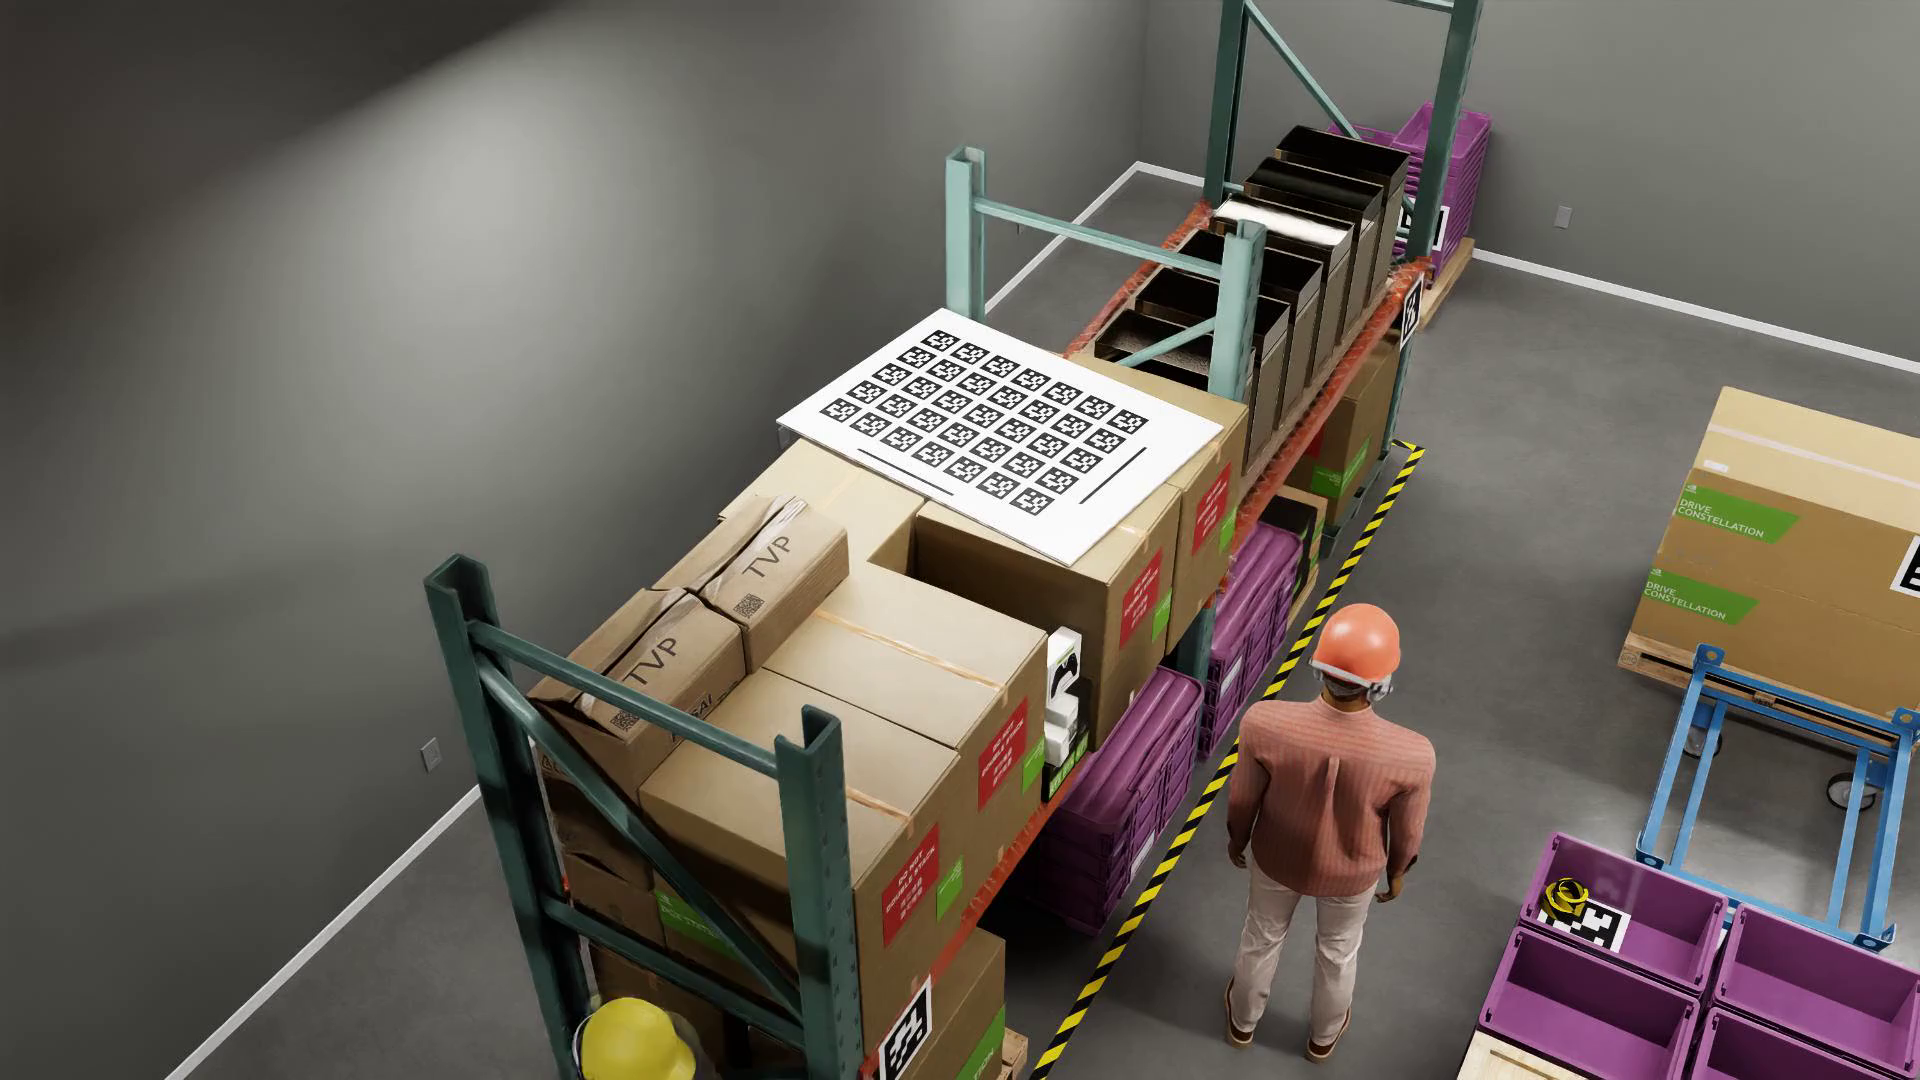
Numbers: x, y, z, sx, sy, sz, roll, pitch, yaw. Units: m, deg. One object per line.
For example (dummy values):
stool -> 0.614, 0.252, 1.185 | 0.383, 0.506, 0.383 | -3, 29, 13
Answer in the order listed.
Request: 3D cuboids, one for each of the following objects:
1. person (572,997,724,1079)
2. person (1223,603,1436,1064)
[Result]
person -> -0.769, 1.831, 4.530 | 0.922, 1.780, 0.618 | 16, 43, 19
person -> 1.154, 0.996, 5.373 | 0.611, 1.987, 0.383 | 10, 41, 12
